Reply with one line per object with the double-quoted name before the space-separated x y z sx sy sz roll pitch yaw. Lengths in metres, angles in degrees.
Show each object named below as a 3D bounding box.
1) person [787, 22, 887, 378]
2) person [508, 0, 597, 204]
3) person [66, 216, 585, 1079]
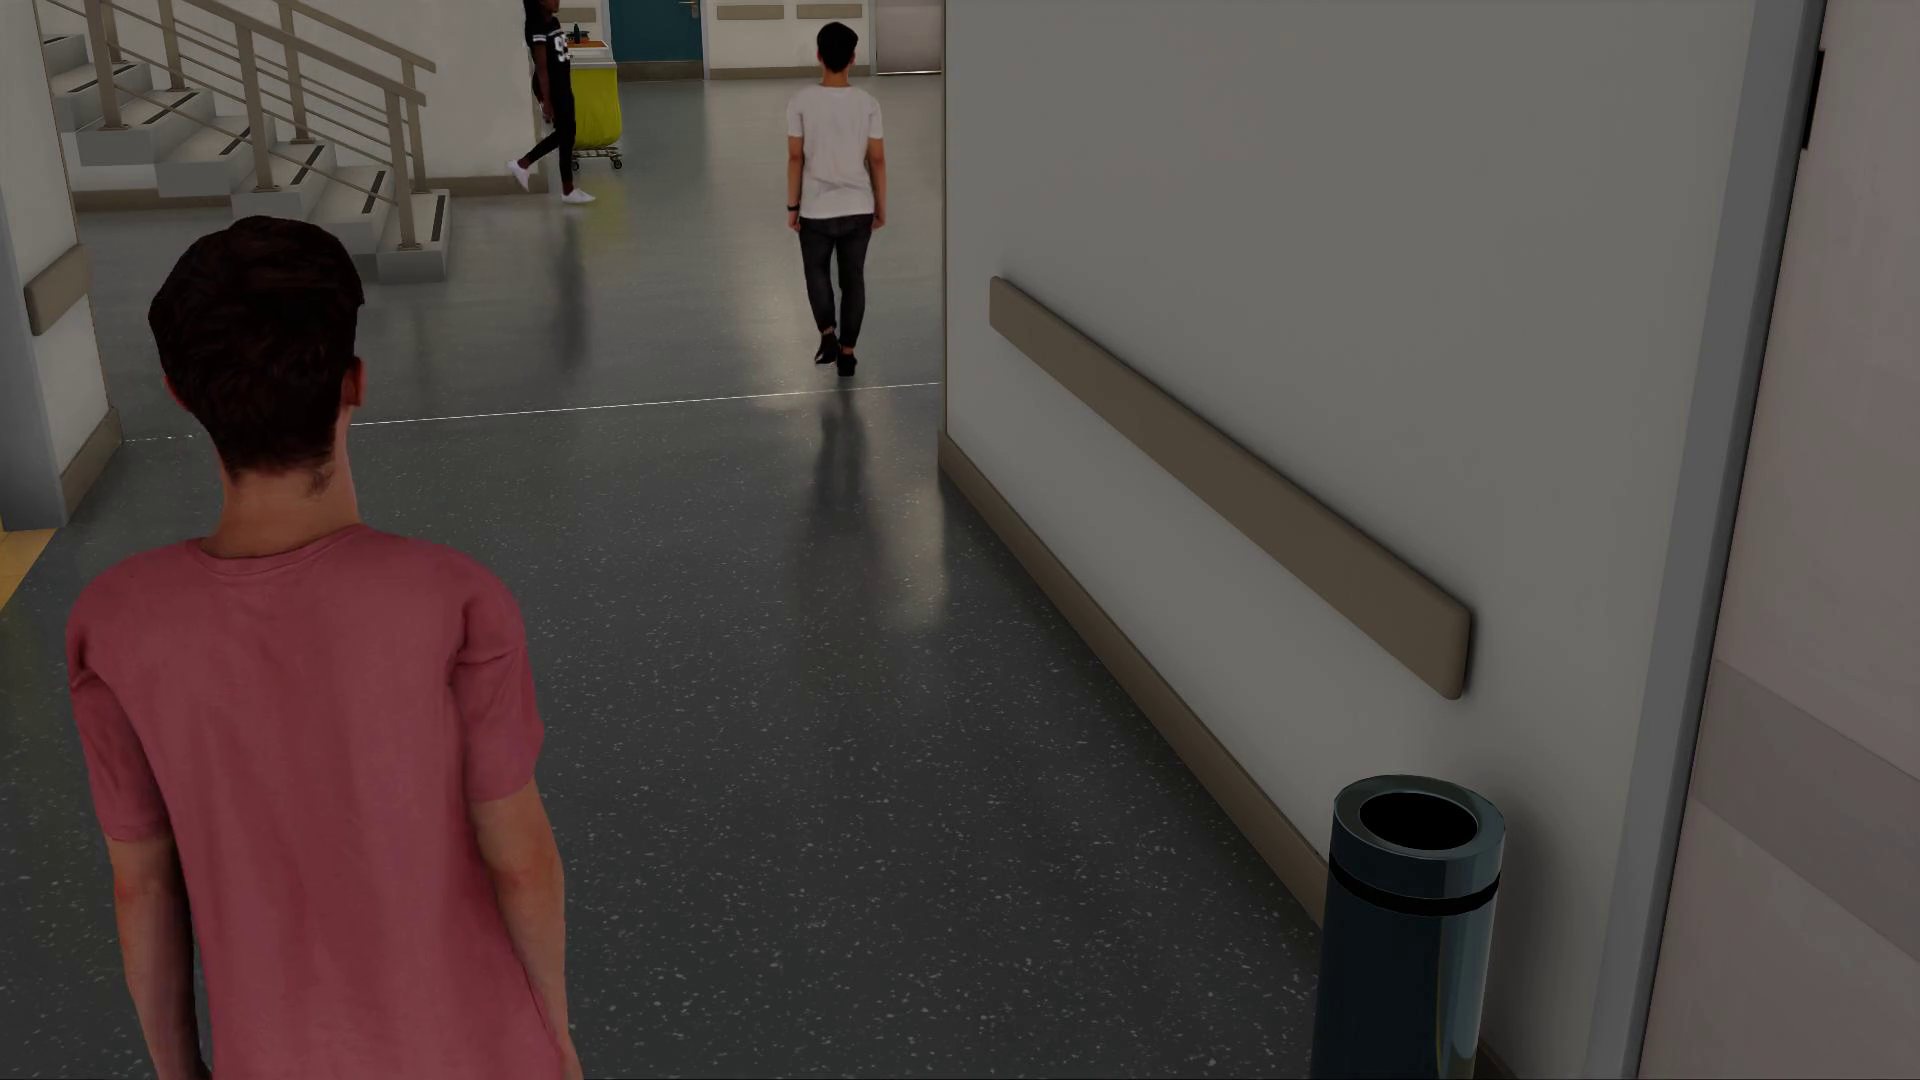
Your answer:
"person" -0.610 -1.631 8.137 0.603 1.710 0.746 -2 21 -6
"person" -3.297 -3.525 13.174 1.000 1.714 0.790 0 21 1
"person" -0.655 0.656 1.808 0.874 1.946 0.790 -1 21 -3
